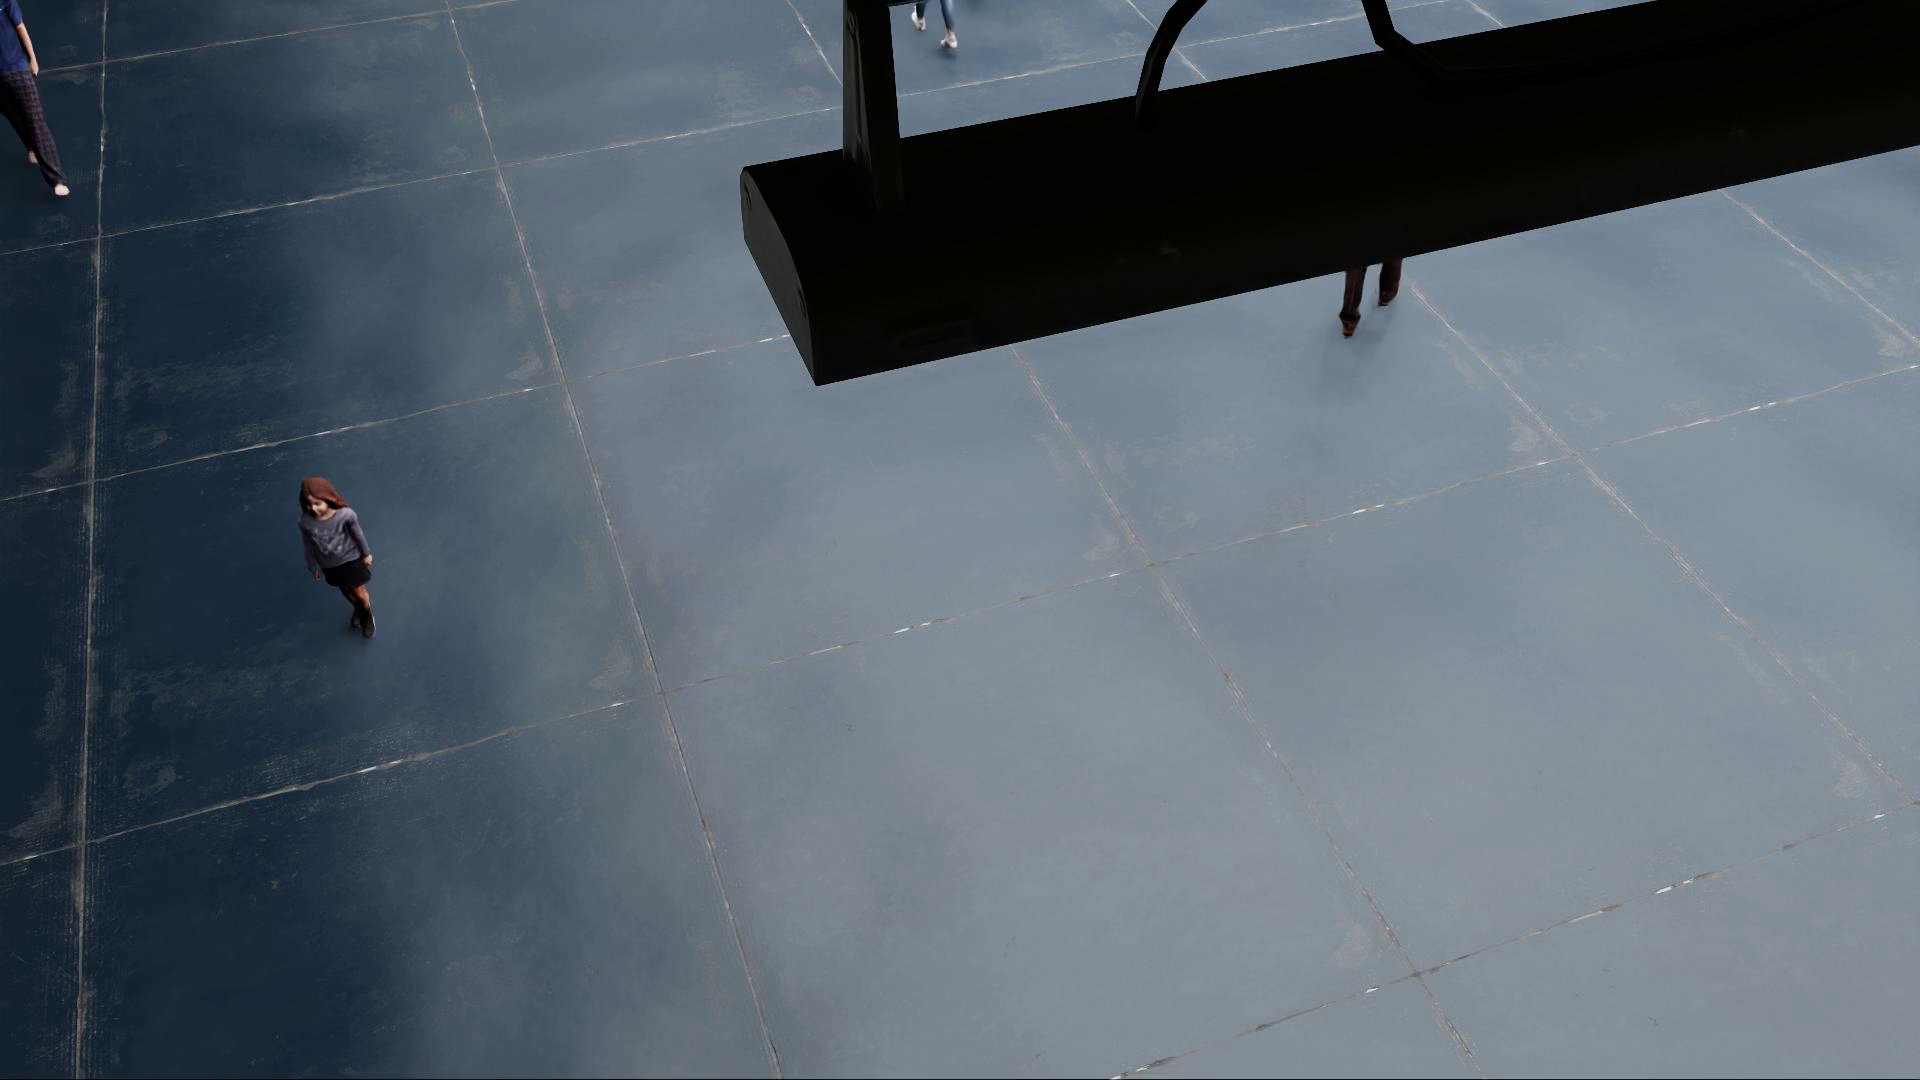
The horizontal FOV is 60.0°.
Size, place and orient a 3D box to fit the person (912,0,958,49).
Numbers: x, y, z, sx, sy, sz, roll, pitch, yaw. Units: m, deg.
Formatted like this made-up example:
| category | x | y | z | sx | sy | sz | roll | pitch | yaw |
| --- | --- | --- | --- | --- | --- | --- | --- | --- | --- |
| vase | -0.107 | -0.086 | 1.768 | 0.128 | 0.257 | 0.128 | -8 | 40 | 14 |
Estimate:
| category | x | y | z | sx | sy | sz | roll | pitch | yaw |
| --- | --- | --- | --- | --- | --- | --- | --- | --- | --- |
| person | -0.193 | -5.043 | 14.367 | 0.553 | 1.617 | 1.026 | -14 | 45 | -15 |

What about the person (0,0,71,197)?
| category | x | y | z | sx | sy | sz | roll | pitch | yaw |
| --- | --- | --- | --- | --- | --- | --- | --- | --- | --- |
| person | -7.301 | -3.594 | 12.663 | 0.744 | 1.825 | 1.204 | -19 | 46 | -19 |

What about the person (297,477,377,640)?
| category | x | y | z | sx | sy | sz | roll | pitch | yaw |
| --- | --- | --- | --- | --- | --- | --- | --- | --- | --- |
| person | -3.463 | 0.044 | 9.300 | 0.536 | 1.098 | 0.573 | -5 | 43 | -5 |
